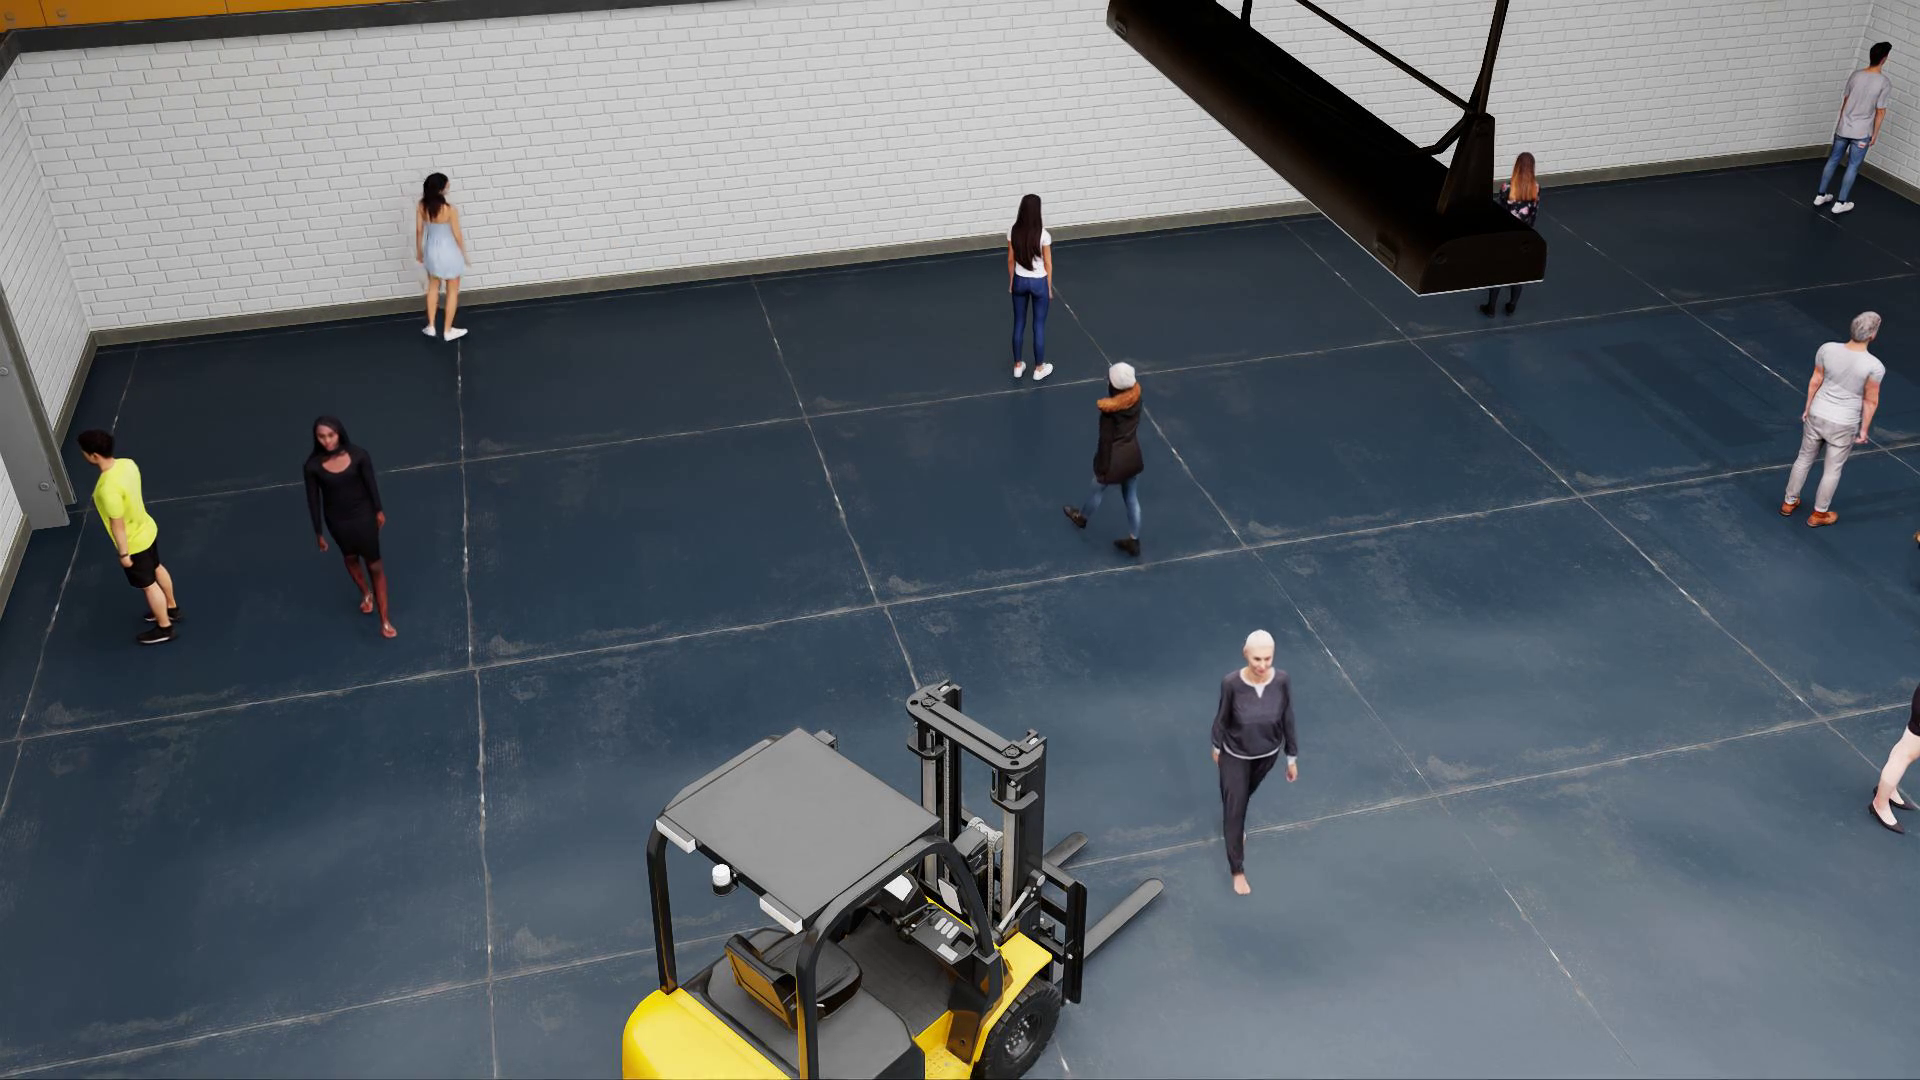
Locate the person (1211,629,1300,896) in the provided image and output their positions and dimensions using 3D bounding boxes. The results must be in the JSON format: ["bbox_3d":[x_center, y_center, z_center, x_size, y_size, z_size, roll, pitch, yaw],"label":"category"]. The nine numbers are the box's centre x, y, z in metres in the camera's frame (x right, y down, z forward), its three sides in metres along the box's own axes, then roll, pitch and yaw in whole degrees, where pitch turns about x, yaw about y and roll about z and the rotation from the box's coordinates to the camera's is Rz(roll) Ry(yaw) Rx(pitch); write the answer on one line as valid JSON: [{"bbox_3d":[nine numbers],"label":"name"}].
[{"bbox_3d":[1.727,1.197,10.000,0.696,1.692,1.049,-5,34,-8],"label":"person"}]

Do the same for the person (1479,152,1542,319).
[{"bbox_3d":[5.416,-2.990,16.308,0.605,1.683,0.571,-2,34,-3],"label":"person"}]

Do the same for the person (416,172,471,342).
[{"bbox_3d":[-4.945,-2.688,15.849,0.840,1.688,0.832,1,34,1],"label":"person"}]

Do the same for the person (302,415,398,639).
[{"bbox_3d":[-4.428,-0.179,12.066,0.706,1.697,0.992,-12,36,-18],"label":"person"}]

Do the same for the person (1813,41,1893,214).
[{"bbox_3d":[9.999,-4.620,18.575,0.795,1.887,0.642,-21,39,-29],"label":"person"}]

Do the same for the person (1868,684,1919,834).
[{"bbox_3d":[5.967,0.982,10.199,0.682,1.830,0.659,24,41,32],"label":"person"}]

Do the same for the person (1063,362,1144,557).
[{"bbox_3d":[1.270,-0.589,12.773,0.917,1.597,1.104,-26,41,-33],"label":"person"}]

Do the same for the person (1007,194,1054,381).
[{"bbox_3d":[0.640,-2.303,15.190,0.666,1.775,0.706,14,36,20],"label":"person"}]

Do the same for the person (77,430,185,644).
[{"bbox_3d":[-5.888,-0.055,11.869,0.707,1.708,0.515,-5,34,-8],"label":"person"}]

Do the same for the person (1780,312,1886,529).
[{"bbox_3d":[6.890,-0.956,13.112,0.826,1.832,0.659,-24,40,-31],"label":"person"}]
